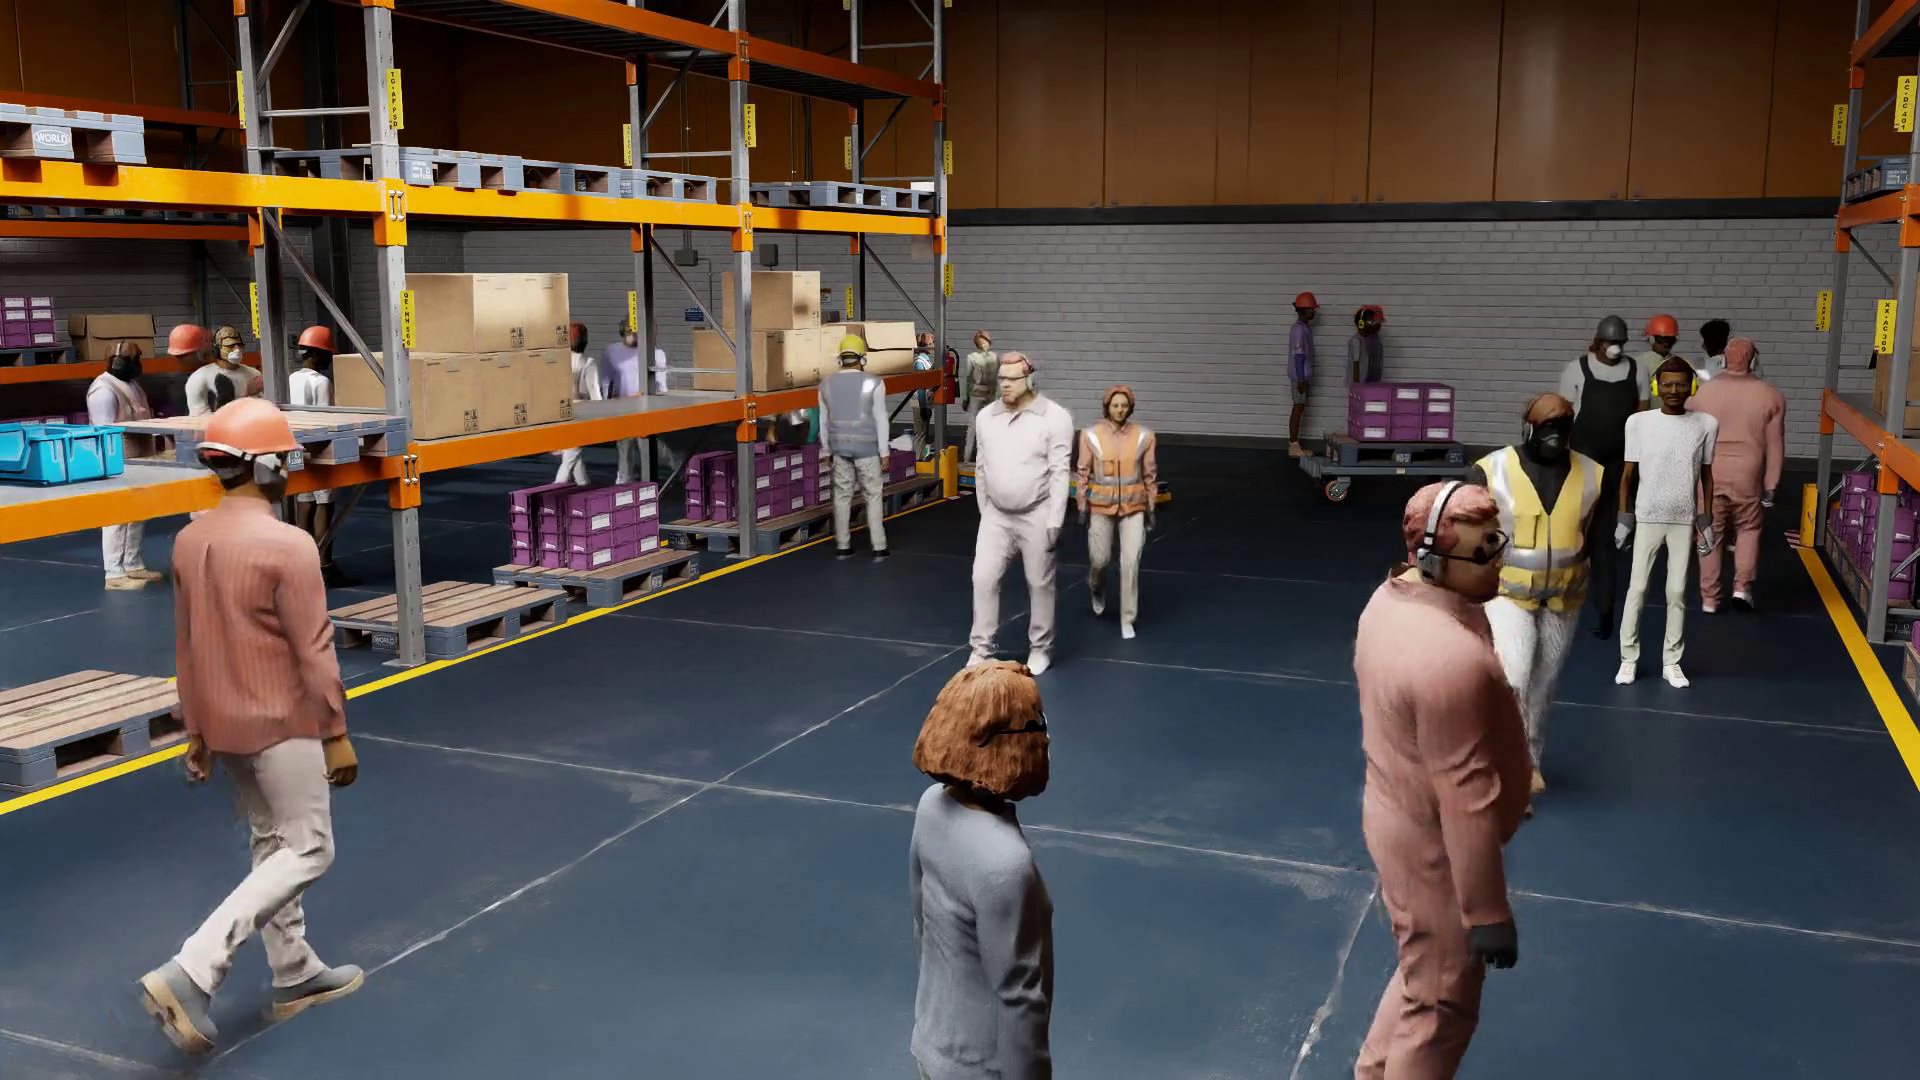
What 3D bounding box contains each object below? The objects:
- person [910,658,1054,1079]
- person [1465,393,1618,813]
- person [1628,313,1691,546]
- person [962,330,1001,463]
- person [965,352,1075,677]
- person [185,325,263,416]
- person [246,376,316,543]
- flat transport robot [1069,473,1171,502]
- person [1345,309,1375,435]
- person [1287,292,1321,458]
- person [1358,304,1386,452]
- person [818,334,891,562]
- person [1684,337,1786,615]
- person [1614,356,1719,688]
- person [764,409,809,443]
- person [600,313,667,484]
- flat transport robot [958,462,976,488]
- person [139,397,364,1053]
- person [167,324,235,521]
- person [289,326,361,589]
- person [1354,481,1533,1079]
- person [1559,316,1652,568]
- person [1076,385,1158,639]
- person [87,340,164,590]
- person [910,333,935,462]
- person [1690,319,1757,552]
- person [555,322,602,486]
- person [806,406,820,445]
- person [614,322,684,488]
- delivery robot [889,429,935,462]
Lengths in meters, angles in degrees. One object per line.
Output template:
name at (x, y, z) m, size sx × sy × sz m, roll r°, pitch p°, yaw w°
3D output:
person at (0.053, 1.031, 3.224) m, size 0.279 × 1.634 × 0.498 m, roll -3°, pitch 10°, yaw -20°
person at (2.540, 0.279, 7.246) m, size 0.657 × 1.810 × 0.810 m, roll 0°, pitch 9°, yaw 1°
person at (5.958, -0.969, 14.340) m, size 0.616 × 1.969 × 0.786 m, roll -1°, pitch 9°, yaw -4°
person at (0.296, -1.633, 19.395) m, size 0.666 × 1.629 × 0.357 m, roll -7°, pitch 12°, yaw -37°
person at (0.302, -0.108, 9.412) m, size 0.646 × 1.878 × 0.820 m, roll 4°, pitch 10°, yaw 25°
person at (-5.308, -0.596, 12.162) m, size 0.364 × 1.939 × 0.636 m, roll 5°, pitch 11°, yaw 27°
person at (-5.050, -0.437, 12.342) m, size 0.535 × 1.580 × 0.924 m, roll -1°, pitch 9°, yaw -4°
flat transport robot at (1.356, -0.524, 16.769) m, size 1.431 × 0.197 × 0.652 m, roll 8°, pitch 12°, yaw 41°
person at (4.662, -1.756, 19.399) m, size 0.315 × 1.869 × 0.526 m, roll 3°, pitch 10°, yaw 19°
person at (4.231, -2.027, 20.518) m, size 0.375 × 2.043 × 0.610 m, roll 2°, pitch 10°, yaw 13°
person at (4.928, -1.891, 20.115) m, size 0.477 × 1.906 × 0.577 m, roll 6°, pitch 11°, yaw 33°
person at (-0.840, -0.731, 13.331) m, size 0.616 × 1.822 × 0.404 m, roll 4°, pitch 10°, yaw 21°
person at (5.222, -0.425, 11.290) m, size 0.646 × 1.893 × 0.436 m, roll 5°, pitch 10°, yaw 26°
person at (3.967, -0.097, 9.348) m, size 0.536 × 1.869 × 0.310 m, roll 2°, pitch 10°, yaw 14°
person at (-1.903, -1.635, 18.614) m, size 0.932 × 1.902 × 0.542 m, roll -6°, pitch 11°, yaw -33°
person at (-3.172, -1.252, 16.204) m, size 0.644 × 1.921 × 0.633 m, roll -1°, pitch 9°, yaw -6°
flat transport robot at (0.251, -0.675, 17.683) m, size 0.652 × 0.197 × 1.431 m, roll -9°, pitch 13°, yaw -43°
person at (-2.169, 0.564, 5.019) m, size 0.616 × 1.977 × 0.718 m, roll 6°, pitch 11°, yaw 33°
person at (-5.448, -0.611, 12.215) m, size 0.672 × 1.957 × 0.732 m, roll 4°, pitch 10°, yaw 25°
person at (-4.714, -0.604, 12.249) m, size 0.542 × 1.927 × 0.382 m, roll 8°, pitch 12°, yaw 39°
person at (1.174, 0.771, 4.119) m, size 0.419 × 1.873 × 0.771 m, roll 0°, pitch 9°, yaw 3°
person at (5.170, -0.841, 13.340) m, size 0.694 × 2.000 × 1.074 m, roll 1°, pitch 9°, yaw 6°
person at (1.008, -0.200, 10.739) m, size 0.521 × 1.623 × 0.568 m, roll 0°, pitch 9°, yaw 1°
person at (-6.127, -0.547, 12.214) m, size 0.434 × 1.831 × 0.639 m, roll -1°, pitch 9°, yaw -5°
person at (-0.398, -1.438, 18.166) m, size 0.309 × 1.641 × 0.514 m, roll 1°, pitch 9°, yaw 3°
person at (6.362, -0.894, 14.037) m, size 0.727 × 1.904 × 0.924 m, roll 1°, pitch 9°, yaw 6°
person at (-3.685, -1.145, 15.823) m, size 0.592 × 1.841 × 1.002 m, roll 5°, pitch 10°, yaw 26°
person at (-1.407, -1.484, 18.189) m, size 0.537 × 1.718 × 0.902 m, roll 8°, pitch 12°, yaw 39°
person at (-3.289, -1.410, 17.405) m, size 0.908 × 1.852 × 0.582 m, roll -9°, pitch 13°, yaw -44°
delivery robot at (-0.577, -0.984, 18.414) m, size 0.707 × 0.478 × 0.477 m, roll 6°, pitch 11°, yaw 31°
